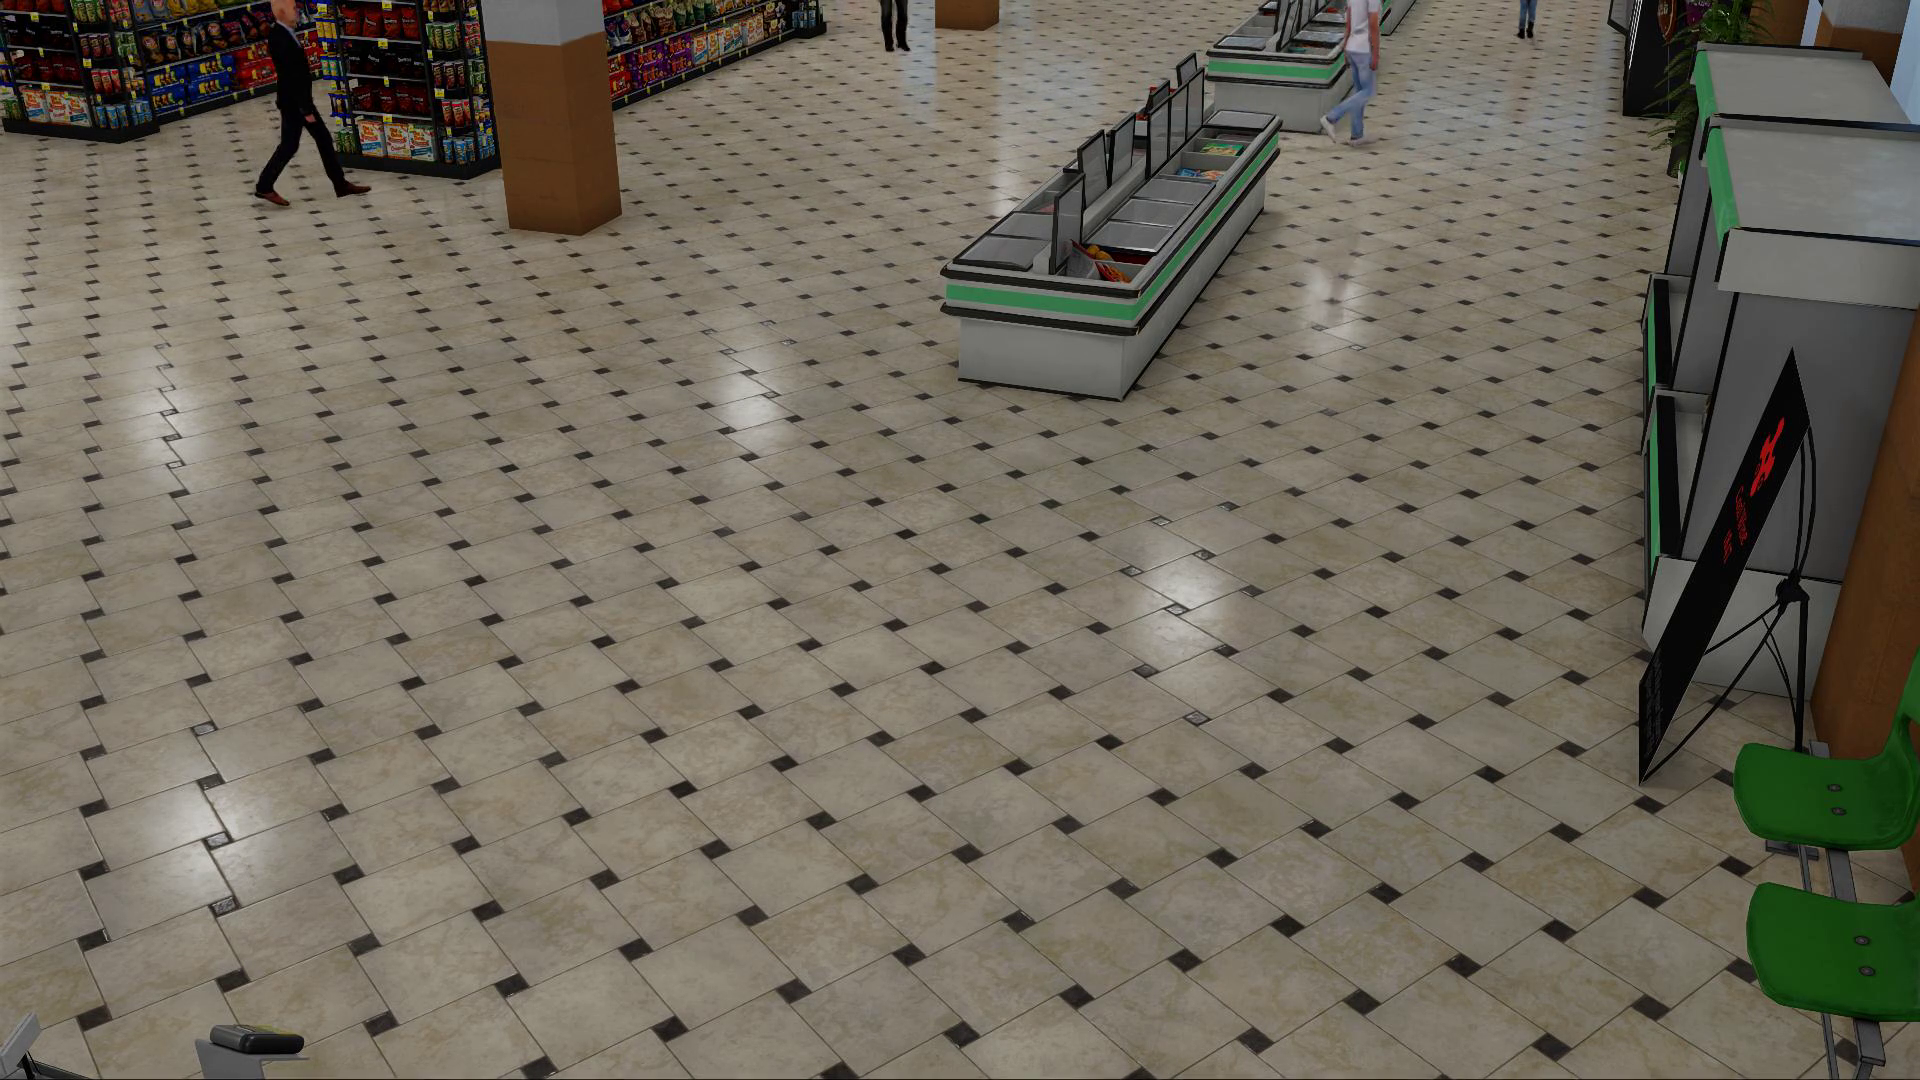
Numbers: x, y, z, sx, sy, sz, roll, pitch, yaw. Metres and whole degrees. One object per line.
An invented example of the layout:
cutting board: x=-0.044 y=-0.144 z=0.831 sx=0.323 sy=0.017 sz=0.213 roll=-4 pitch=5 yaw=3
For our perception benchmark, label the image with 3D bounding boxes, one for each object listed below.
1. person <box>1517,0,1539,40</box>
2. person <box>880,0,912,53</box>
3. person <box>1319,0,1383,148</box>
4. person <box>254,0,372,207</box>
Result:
person: x=7.424 y=-7.117 z=21.625 sx=0.557 sy=1.189 sz=0.687 roll=4 pitch=27 yaw=8
person: x=-0.887 y=-7.043 z=20.813 sx=0.862 sy=1.792 sz=0.920 roll=-6 pitch=27 yaw=-11
person: x=3.831 y=-4.742 z=16.238 sx=1.031 sy=1.825 sz=1.005 roll=-5 pitch=27 yaw=-10
person: x=-5.831 y=-3.760 z=14.360 sx=1.230 sy=1.772 sz=1.246 roll=-8 pitch=28 yaw=-16
